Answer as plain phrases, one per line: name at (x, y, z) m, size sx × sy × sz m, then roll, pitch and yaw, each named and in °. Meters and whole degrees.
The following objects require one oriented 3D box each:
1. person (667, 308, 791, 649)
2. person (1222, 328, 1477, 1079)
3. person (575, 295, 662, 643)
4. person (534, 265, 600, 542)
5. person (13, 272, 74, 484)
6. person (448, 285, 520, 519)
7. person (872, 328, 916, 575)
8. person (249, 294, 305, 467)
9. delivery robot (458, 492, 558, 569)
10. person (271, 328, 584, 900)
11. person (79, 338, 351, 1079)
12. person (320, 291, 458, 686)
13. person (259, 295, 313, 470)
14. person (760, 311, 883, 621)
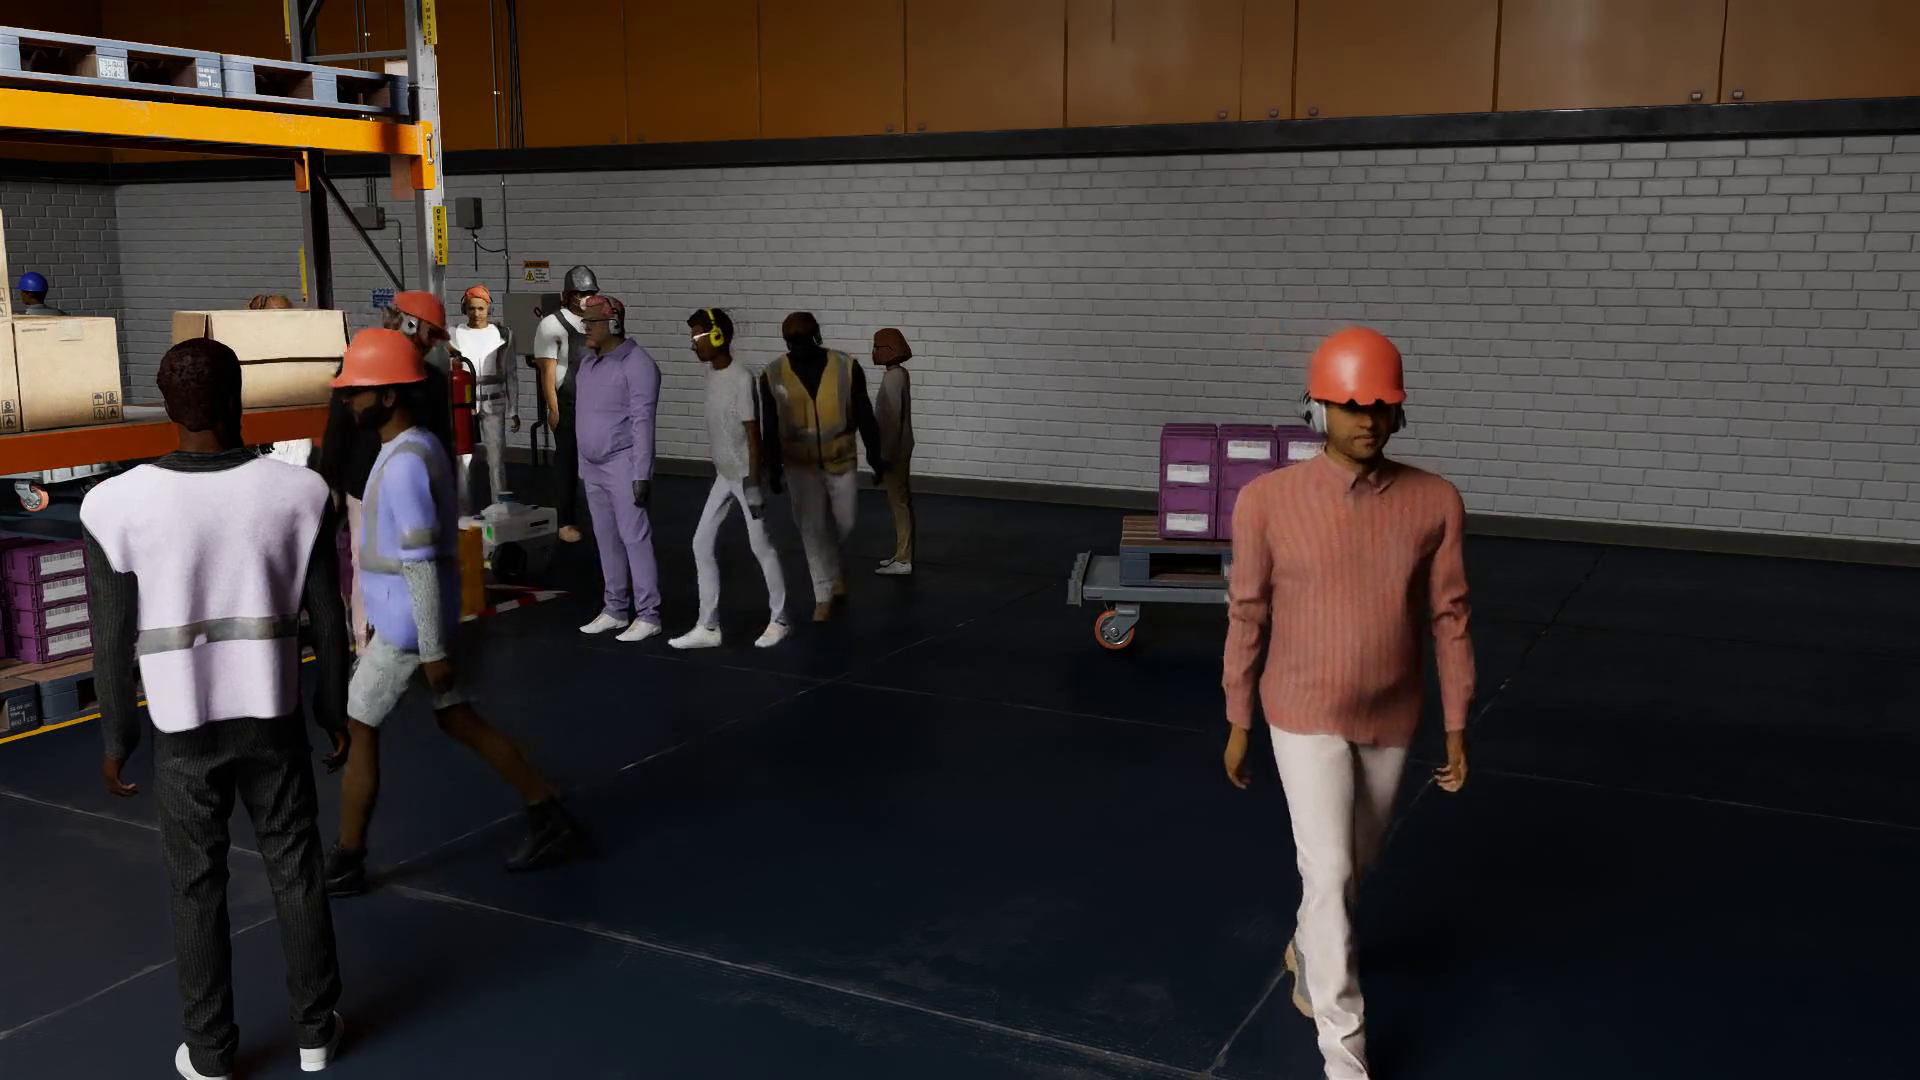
person at (-1.245, -0.305, 8.850) m, size 0.831 × 1.820 × 0.707 m, roll -8°, pitch 12°, yaw -37°
person at (0.997, 0.424, 4.302) m, size 0.626 × 1.950 × 1.004 m, roll -1°, pitch 10°, yaw -6°
person at (-1.916, -0.392, 9.172) m, size 0.647 × 1.901 × 0.402 m, roll 9°, pitch 13°, yaw 43°
person at (-2.763, -1.017, 12.365) m, size 0.538 × 2.000 × 0.684 m, roll 9°, pitch 13°, yaw 41°
person at (-8.473, -1.494, 15.386) m, size 0.383 × 1.949 × 0.614 m, roll 5°, pitch 11°, yaw 25°
person at (-3.629, -0.980, 12.593) m, size 0.573 × 1.887 × 0.355 m, roll -4°, pitch 10°, yaw -20°
person at (-0.438, -0.586, 11.044) m, size 0.269 × 1.632 × 0.504 m, roll 1°, pitch 10°, yaw 6°
person at (-4.737, -0.777, 11.549) m, size 0.429 × 1.841 × 0.634 m, roll -1°, pitch 10°, yaw -4°
delivery robot at (-2.975, -0.075, 10.934) m, size 0.477 × 0.478 × 0.707 m, roll 5°, pitch 11°, yaw 26°
person at (-1.765, 0.244, 5.510) m, size 0.981 × 1.898 × 0.546 m, roll -2°, pitch 10°, yaw -9°
person at (-1.850, 0.454, 4.214) m, size 0.597 × 1.913 × 0.370 m, roll -6°, pitch 11°, yaw -29°
person at (-2.802, -0.229, 8.115) m, size 0.386 × 1.946 × 0.736 m, roll 8°, pitch 13°, yaw 40°
person at (-5.368, -1.020, 13.073) m, size 0.599 × 1.807 × 0.805 m, roll 1°, pitch 10°, yaw 8°
person at (-0.830, -0.465, 9.898) m, size 0.701 × 1.797 × 0.854 m, roll -1°, pitch 10°, yaw -8°
